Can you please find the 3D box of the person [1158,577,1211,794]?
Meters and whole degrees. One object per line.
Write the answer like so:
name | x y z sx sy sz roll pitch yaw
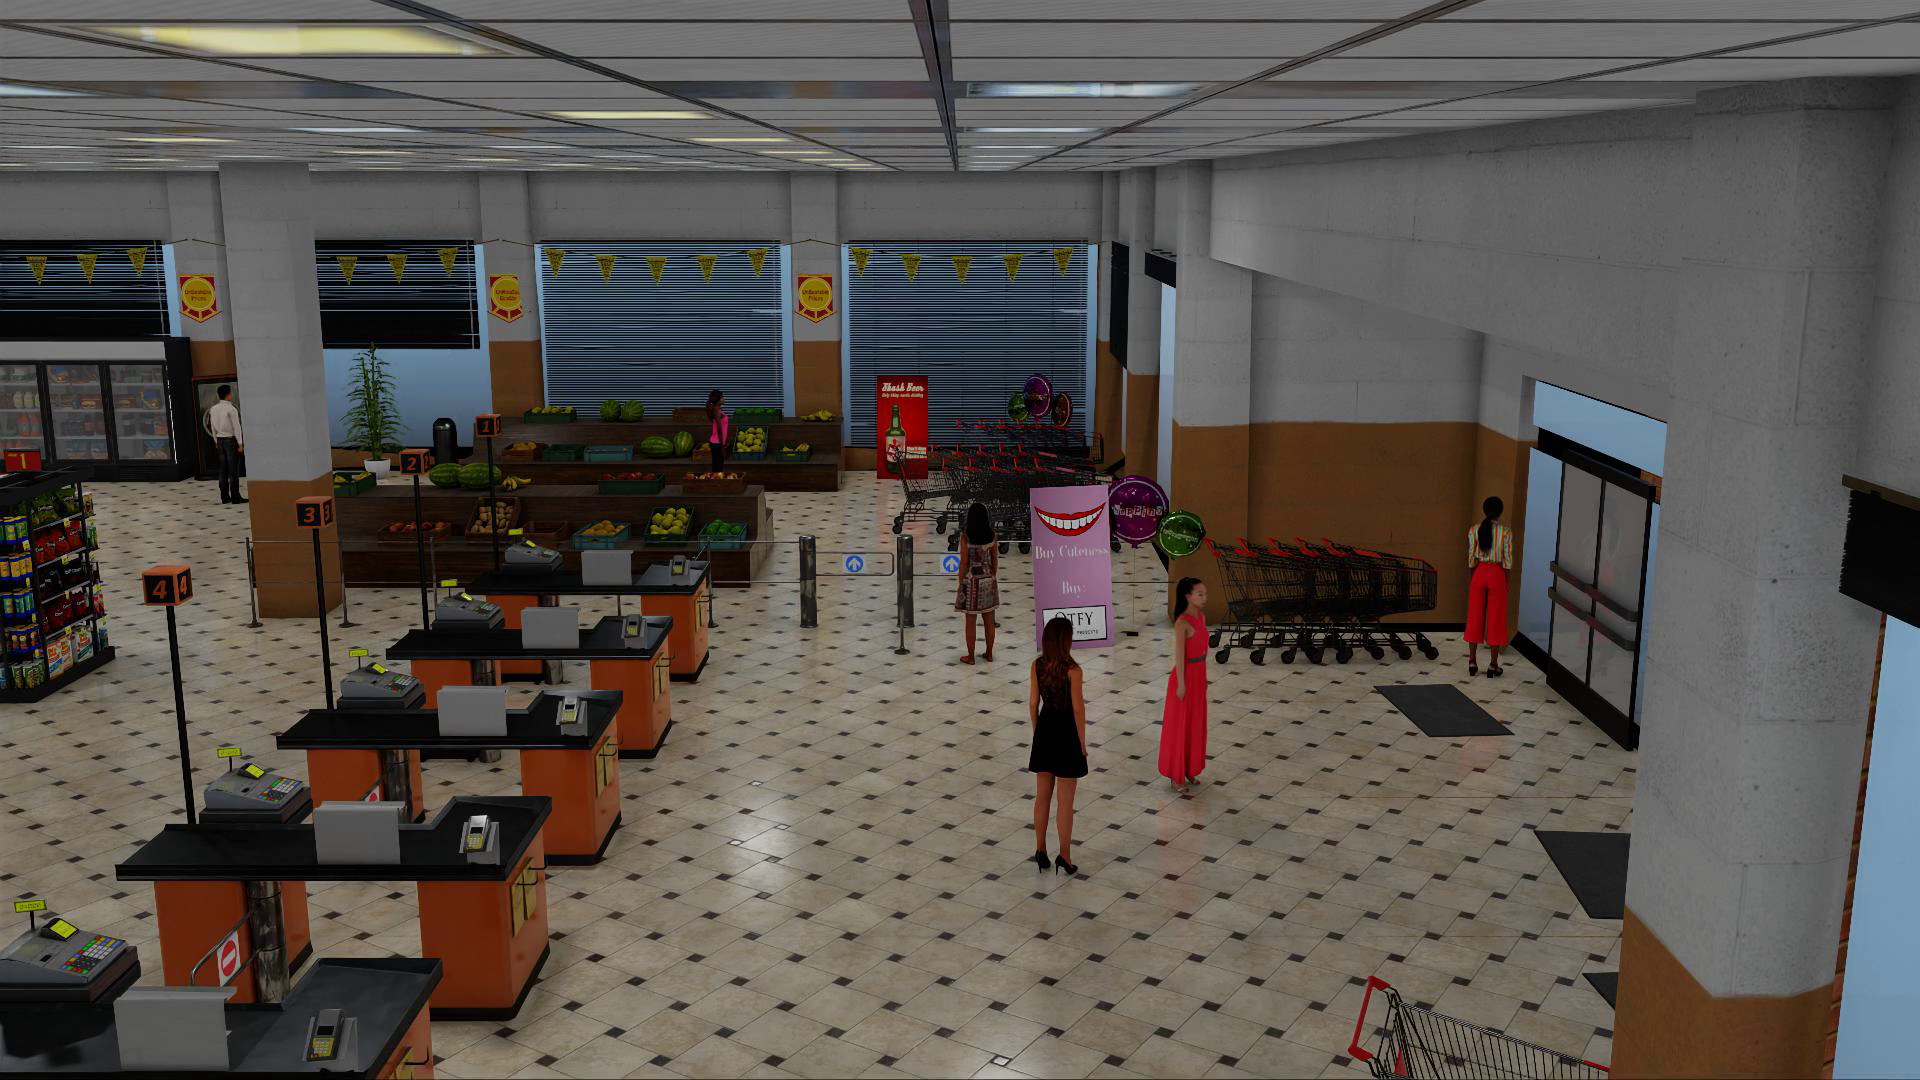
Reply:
person | 1.815 1.135 13.194 0.750 1.725 0.716 8 15 35

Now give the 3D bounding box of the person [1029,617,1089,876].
person | 0.669 1.428 11.542 0.630 1.834 0.725 8 14 32

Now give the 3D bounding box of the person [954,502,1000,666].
person | 0.178 0.443 16.750 0.643 1.615 0.784 -6 13 -27

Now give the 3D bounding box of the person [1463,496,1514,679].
person | 5.173 0.452 16.275 0.632 1.794 0.736 7 14 31

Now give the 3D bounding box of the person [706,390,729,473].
person | -3.716 -1.441 25.437 0.626 1.722 0.617 -3 12 -15

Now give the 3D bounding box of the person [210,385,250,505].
person | -11.144 -1.458 25.305 0.620 1.809 0.795 5 13 21
